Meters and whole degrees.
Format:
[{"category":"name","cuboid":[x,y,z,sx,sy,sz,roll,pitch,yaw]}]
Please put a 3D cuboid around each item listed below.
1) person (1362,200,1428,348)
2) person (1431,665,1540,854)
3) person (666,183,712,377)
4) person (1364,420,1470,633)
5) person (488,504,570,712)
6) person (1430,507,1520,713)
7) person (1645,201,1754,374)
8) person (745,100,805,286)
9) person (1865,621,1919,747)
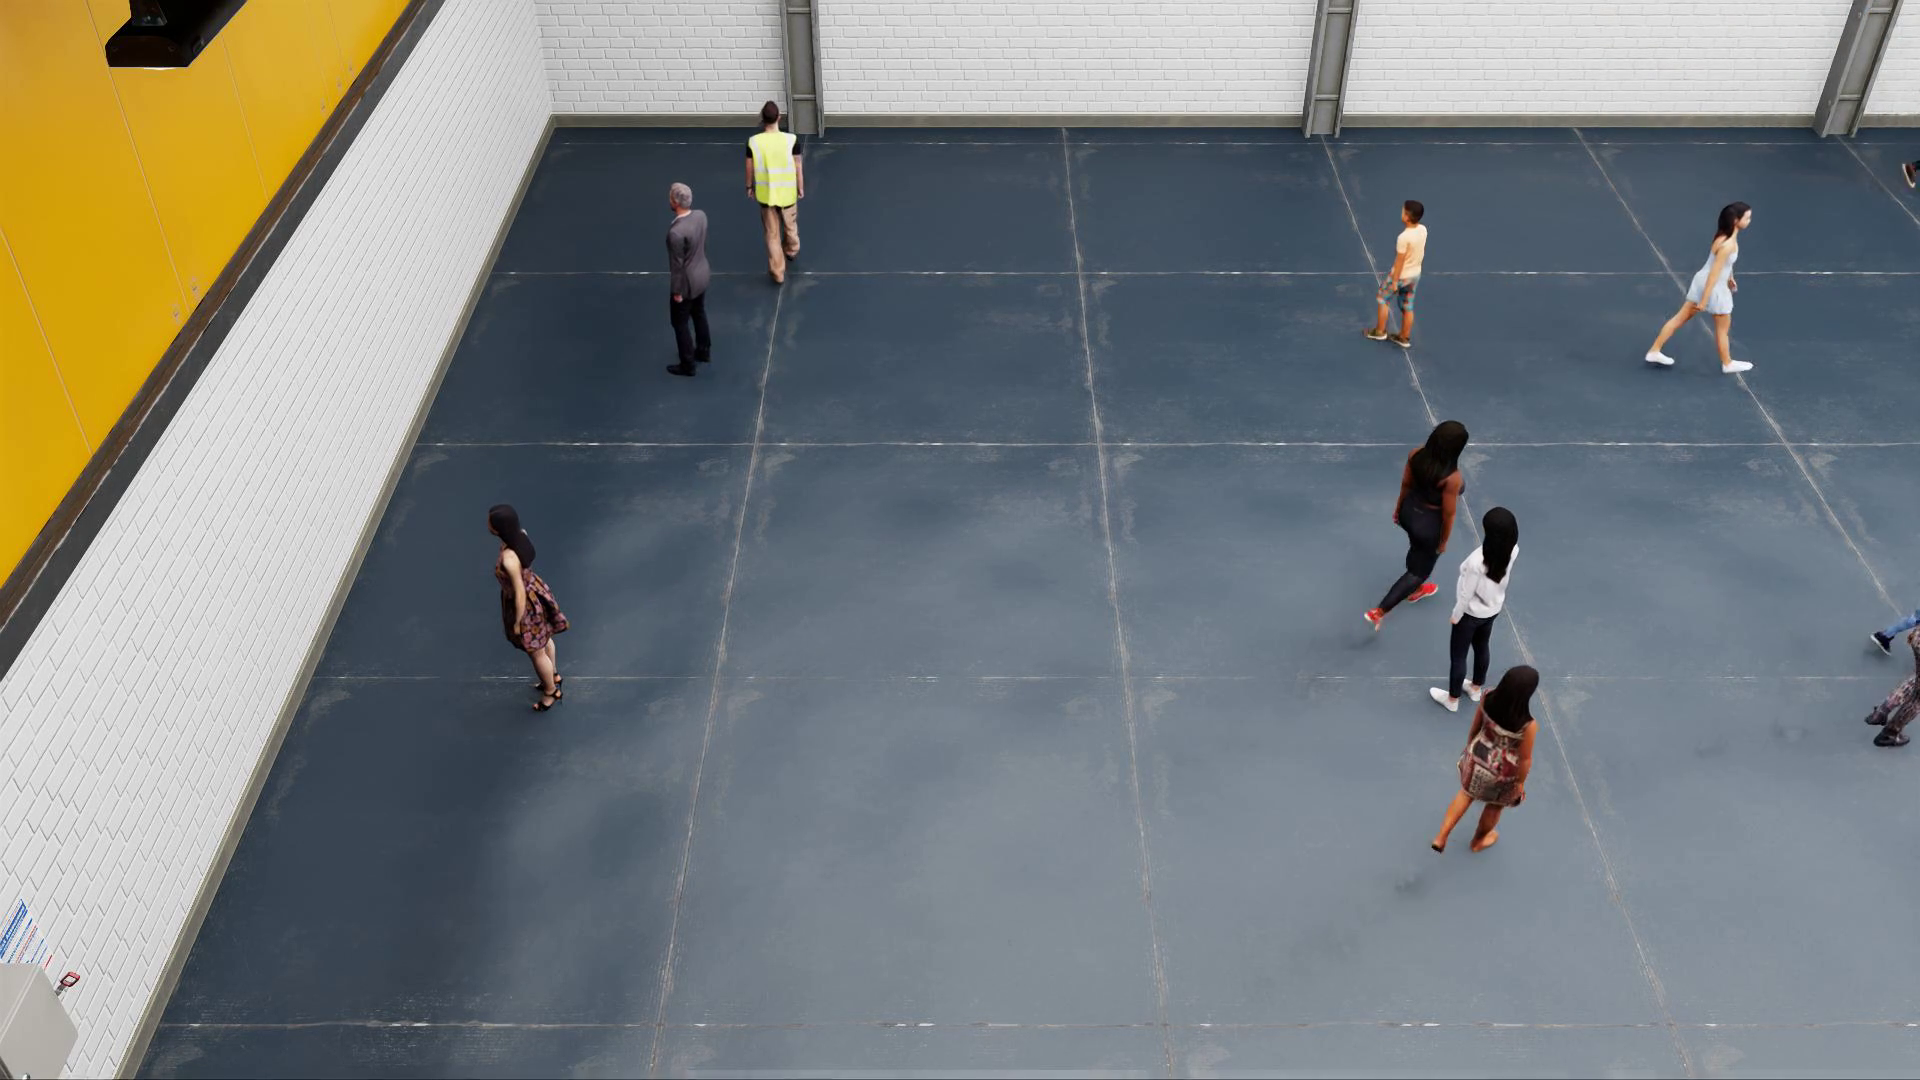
[{"category":"person","cuboid":[4.165,-2.421,15.337,0.726,1.448,0.778,-24,45,-27]},{"category":"person","cuboid":[3.277,1.425,10.375,0.990,1.631,0.908,-26,45,-28]},{"category":"person","cuboid":[-2.410,-2.347,14.936,0.804,1.833,0.854,13,40,16]},{"category":"person","cuboid":[3.335,-0.080,12.138,1.252,1.783,1.061,-23,44,-26]},{"category":"person","cuboid":[-2.997,0.466,11.461,0.675,1.774,0.672,-3,39,-3]},{"category":"person","cuboid":[3.592,0.481,11.501,0.663,1.700,0.749,-25,45,-28]},{"category":"person","cuboid":[6.643,-2.262,14.954,1.183,1.677,0.747,8,39,10]},{"category":"person","cuboid":[-1.790,-3.352,16.209,1.004,1.815,0.872,-5,39,-6]},{"category":"person","cuboid":[6.474,0.752,11.161,0.631,1.702,0.616,-4,39,-5]}]
